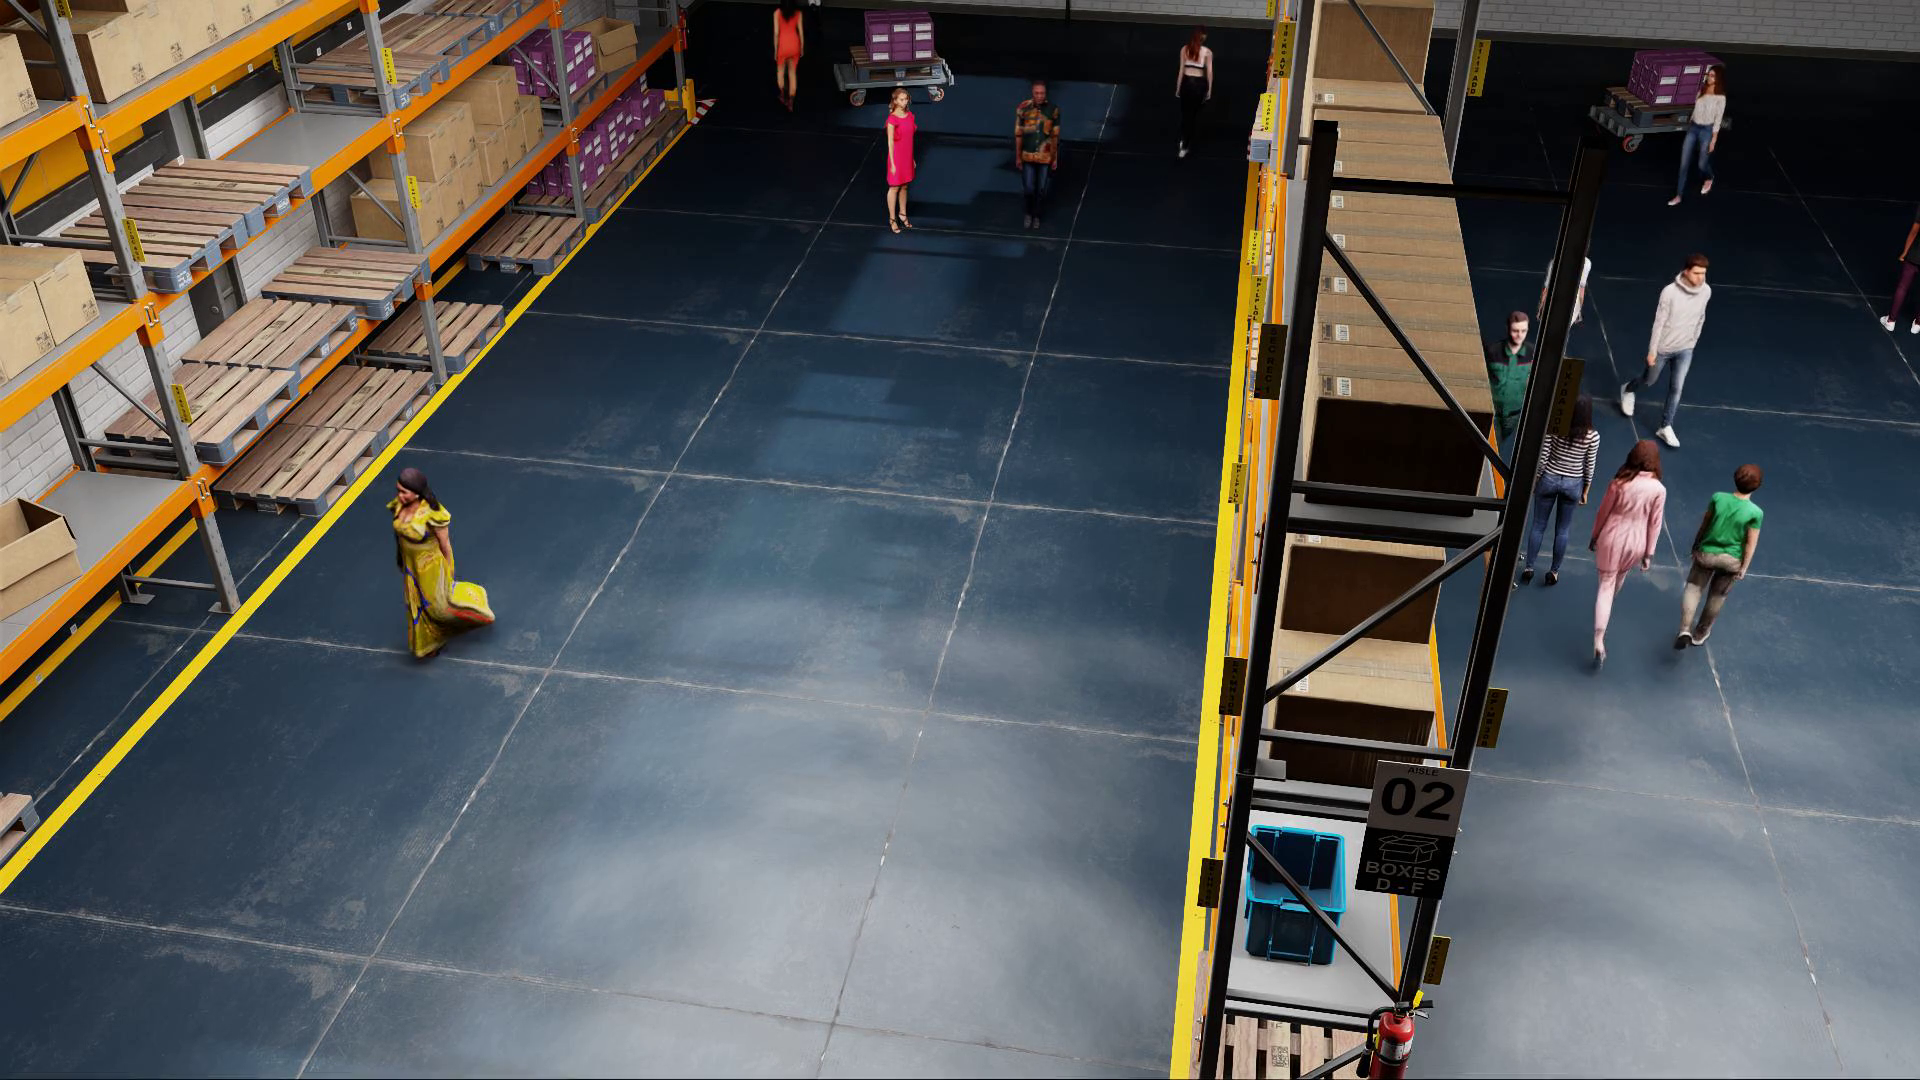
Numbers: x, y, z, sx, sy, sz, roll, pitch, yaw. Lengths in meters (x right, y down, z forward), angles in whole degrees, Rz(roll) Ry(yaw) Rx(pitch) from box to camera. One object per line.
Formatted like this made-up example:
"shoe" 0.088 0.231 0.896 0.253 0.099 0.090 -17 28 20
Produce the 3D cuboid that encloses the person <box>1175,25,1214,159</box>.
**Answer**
"person" 3.011 -5.830 21.715 0.682 1.731 0.700 14 36 20

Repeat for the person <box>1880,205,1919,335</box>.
"person" 10.151 -3.028 17.452 0.643 1.784 0.617 10 35 15

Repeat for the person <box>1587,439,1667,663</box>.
"person" 5.055 0.125 12.737 0.737 1.751 1.202 11 35 15

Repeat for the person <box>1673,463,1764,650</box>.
"person" 5.806 0.169 12.769 0.826 1.642 0.968 24 40 31

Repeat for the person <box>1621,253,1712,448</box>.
"person" 6.648 -1.860 15.659 0.918 1.823 1.255 -4 34 -6

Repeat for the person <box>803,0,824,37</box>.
"person" -2.340 -8.885 26.312 0.654 1.729 0.539 11 35 16

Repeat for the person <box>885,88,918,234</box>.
"person" -0.716 -4.523 19.751 0.727 1.728 0.633 26 42 33

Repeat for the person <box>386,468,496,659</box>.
"person" -4.058 0.133 12.821 0.952 1.645 1.101 16 37 22

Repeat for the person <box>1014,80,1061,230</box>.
"person" 0.908 -4.630 19.848 0.768 1.800 0.754 -2 34 -2

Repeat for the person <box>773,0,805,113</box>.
"person" -2.375 -6.818 23.231 0.804 1.699 0.934 -9 35 -13

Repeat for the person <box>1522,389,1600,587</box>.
"person" 4.860 -0.411 13.504 0.640 1.795 0.567 13 36 18

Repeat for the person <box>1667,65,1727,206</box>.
"person" 9.163 -4.975 20.450 1.081 1.708 0.991 -23 40 -30

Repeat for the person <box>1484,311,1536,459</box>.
"person" 4.753 -1.198 14.685 0.818 1.800 1.189 -1 34 -2
